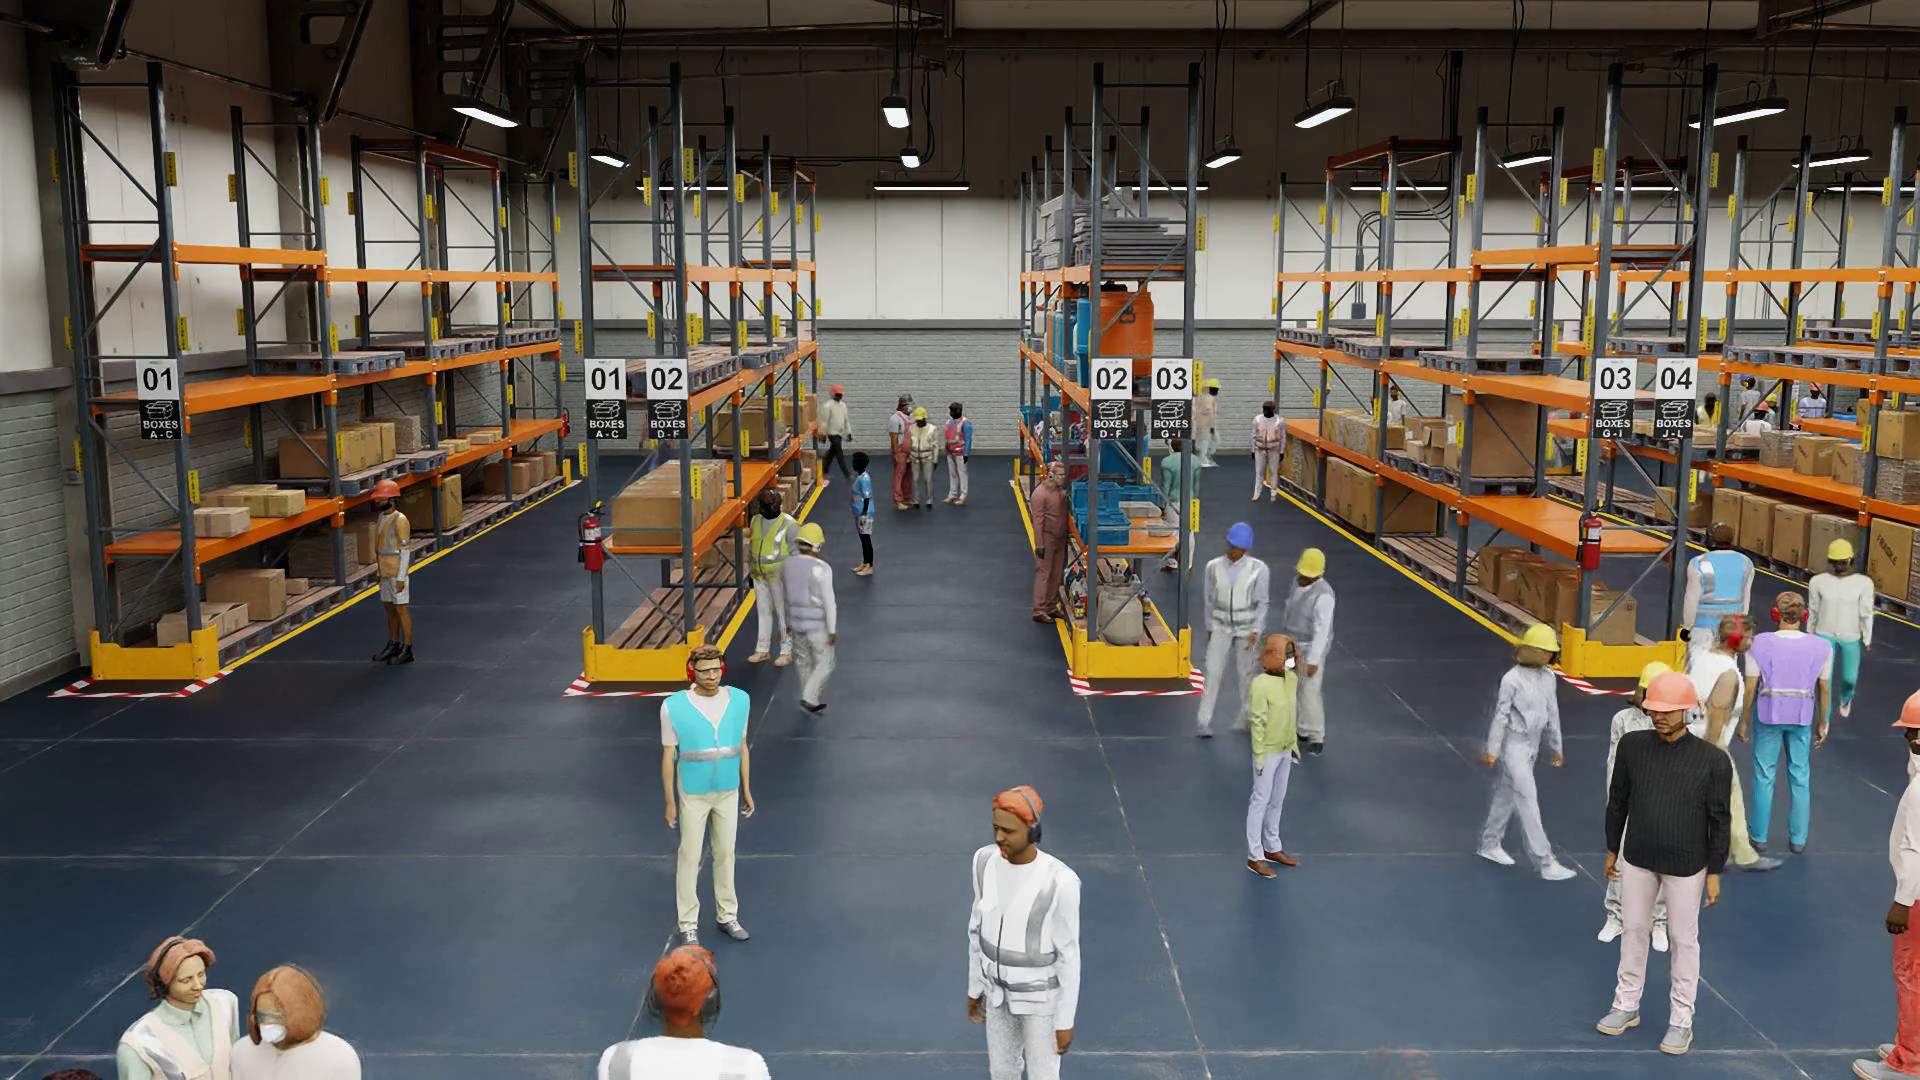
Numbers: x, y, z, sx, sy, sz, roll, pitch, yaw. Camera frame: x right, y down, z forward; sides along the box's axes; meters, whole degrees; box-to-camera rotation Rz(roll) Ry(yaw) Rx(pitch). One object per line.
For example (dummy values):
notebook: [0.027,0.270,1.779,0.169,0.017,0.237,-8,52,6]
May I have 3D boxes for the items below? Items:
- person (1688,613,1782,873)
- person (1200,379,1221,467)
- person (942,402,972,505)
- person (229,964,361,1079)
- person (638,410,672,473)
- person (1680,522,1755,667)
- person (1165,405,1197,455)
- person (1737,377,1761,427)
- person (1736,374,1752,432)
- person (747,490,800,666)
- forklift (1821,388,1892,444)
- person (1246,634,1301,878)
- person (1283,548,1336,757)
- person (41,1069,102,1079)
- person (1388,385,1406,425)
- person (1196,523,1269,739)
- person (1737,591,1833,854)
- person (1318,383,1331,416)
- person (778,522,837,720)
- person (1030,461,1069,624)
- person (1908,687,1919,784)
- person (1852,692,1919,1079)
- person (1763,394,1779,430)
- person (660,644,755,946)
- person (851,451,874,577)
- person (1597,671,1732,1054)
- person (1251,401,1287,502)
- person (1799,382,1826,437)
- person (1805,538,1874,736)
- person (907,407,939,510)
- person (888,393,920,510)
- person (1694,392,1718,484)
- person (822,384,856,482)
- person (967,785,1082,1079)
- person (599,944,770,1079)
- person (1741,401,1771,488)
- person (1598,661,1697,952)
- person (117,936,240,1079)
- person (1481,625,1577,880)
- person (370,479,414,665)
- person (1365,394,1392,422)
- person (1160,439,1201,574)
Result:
person: [5.058,1.367,11.213,0.950,1.782,0.576,0,9,3]
person: [5.403,-2.495,35.611,0.569,1.901,0.600,2,9,14]
person: [-0.057,-1.546,29.726,0.430,1.844,0.624,-7,11,-38]
person: [-2.327,2.266,5.918,0.509,1.621,0.500,2,9,11]
person: [-5.800,-1.845,31.333,0.649,1.936,1.042,8,12,42]
person: [6.759,0.753,14.930,0.631,1.846,0.429,-2,9,-10]
person: [4.325,-2.028,32.636,0.643,1.905,0.400,3,9,18]
person: [17.530,-2.691,37.000,0.511,1.872,0.329,-3,9,-17]
person: [17.673,-2.802,37.466,0.393,1.945,0.617,3,9,16]
person: [-1.954,0.388,17.302,0.620,1.840,0.430,5,10,30]
forklift: [20.072,-3.110,36.462,1.873,2.768,1.129,0,9,0]
person: [2.130,1.434,11.220,0.279,1.634,0.499,8,12,42]
person: [2.925,0.915,14.125,0.406,1.788,0.735,-2,9,-10]
person: [-2.327,2.334,4.521,0.599,1.917,0.377,3,9,19]
person: [8.980,-2.272,34.358,0.326,1.861,0.508,-8,12,-40]
person: [2.376,0.801,14.457,0.607,1.896,0.831,4,10,22]
person: [5.731,1.275,11.573,0.570,1.840,0.373,2,9,11]
person: [8.122,-2.649,37.139,0.295,1.744,0.485,2,9,15]
person: [-1.358,0.738,15.095,0.622,1.816,0.534,5,10,31]
person: [1.085,0.021,19.492,0.401,1.894,0.654,6,11,33]
person: [6.011,1.470,9.983,0.614,1.947,0.388,0,9,1]
person: [4.773,1.727,8.249,0.619,1.981,0.407,-8,12,-43]
person: [16.310,-2.090,33.588,0.325,1.729,0.494,0,9,-2]
person: [-1.517,1.521,9.984,0.571,1.845,0.382,-6,10,-32]
person: [-1.324,-0.355,22.529,0.318,1.695,0.539,-2,9,-10]
person: [3.652,1.654,8.646,0.624,1.993,0.385,9,12,44]
person: [5.574,-1.603,30.104,0.624,1.840,0.430,3,9,21]
person: [17.581,-2.307,34.312,0.543,1.939,0.360,0,9,2]
person: [7.776,0.830,14.724,0.537,1.746,0.621,5,10,30]
person: [-0.668,-1.414,28.974,0.605,1.819,0.415,2,9,14]
person: [-0.919,-1.556,29.153,0.535,2.000,0.674,5,10,32]
person: [14.854,-2.040,32.963,0.638,1.823,0.669,4,10,25]
person: [-2.454,-2.140,33.241,1.020,1.941,0.638,6,11,33]
person: [0.263,1.955,7.104,0.581,1.879,0.345,8,12,43]
person: [-0.886,2.233,5.402,0.585,1.854,0.904,2,9,10]
person: [13.747,-1.430,28.708,0.374,1.928,0.543,-6,11,-35]
person: [4.106,1.579,9.937,0.484,1.746,0.290,5,10,29]
person: [-2.809,2.233,6.069,0.310,1.638,0.522,4,10,22]
person: [3.863,1.410,11.123,0.503,1.696,0.870,-6,11,-36]
person: [-5.934,0.330,17.338,0.545,1.942,0.353,8,12,43]
person: [7.761,-1.785,31.026,0.554,1.922,0.390,1,9,4]
person: [2.984,-0.502,22.702,0.630,1.940,0.372,-5,10,-27]
